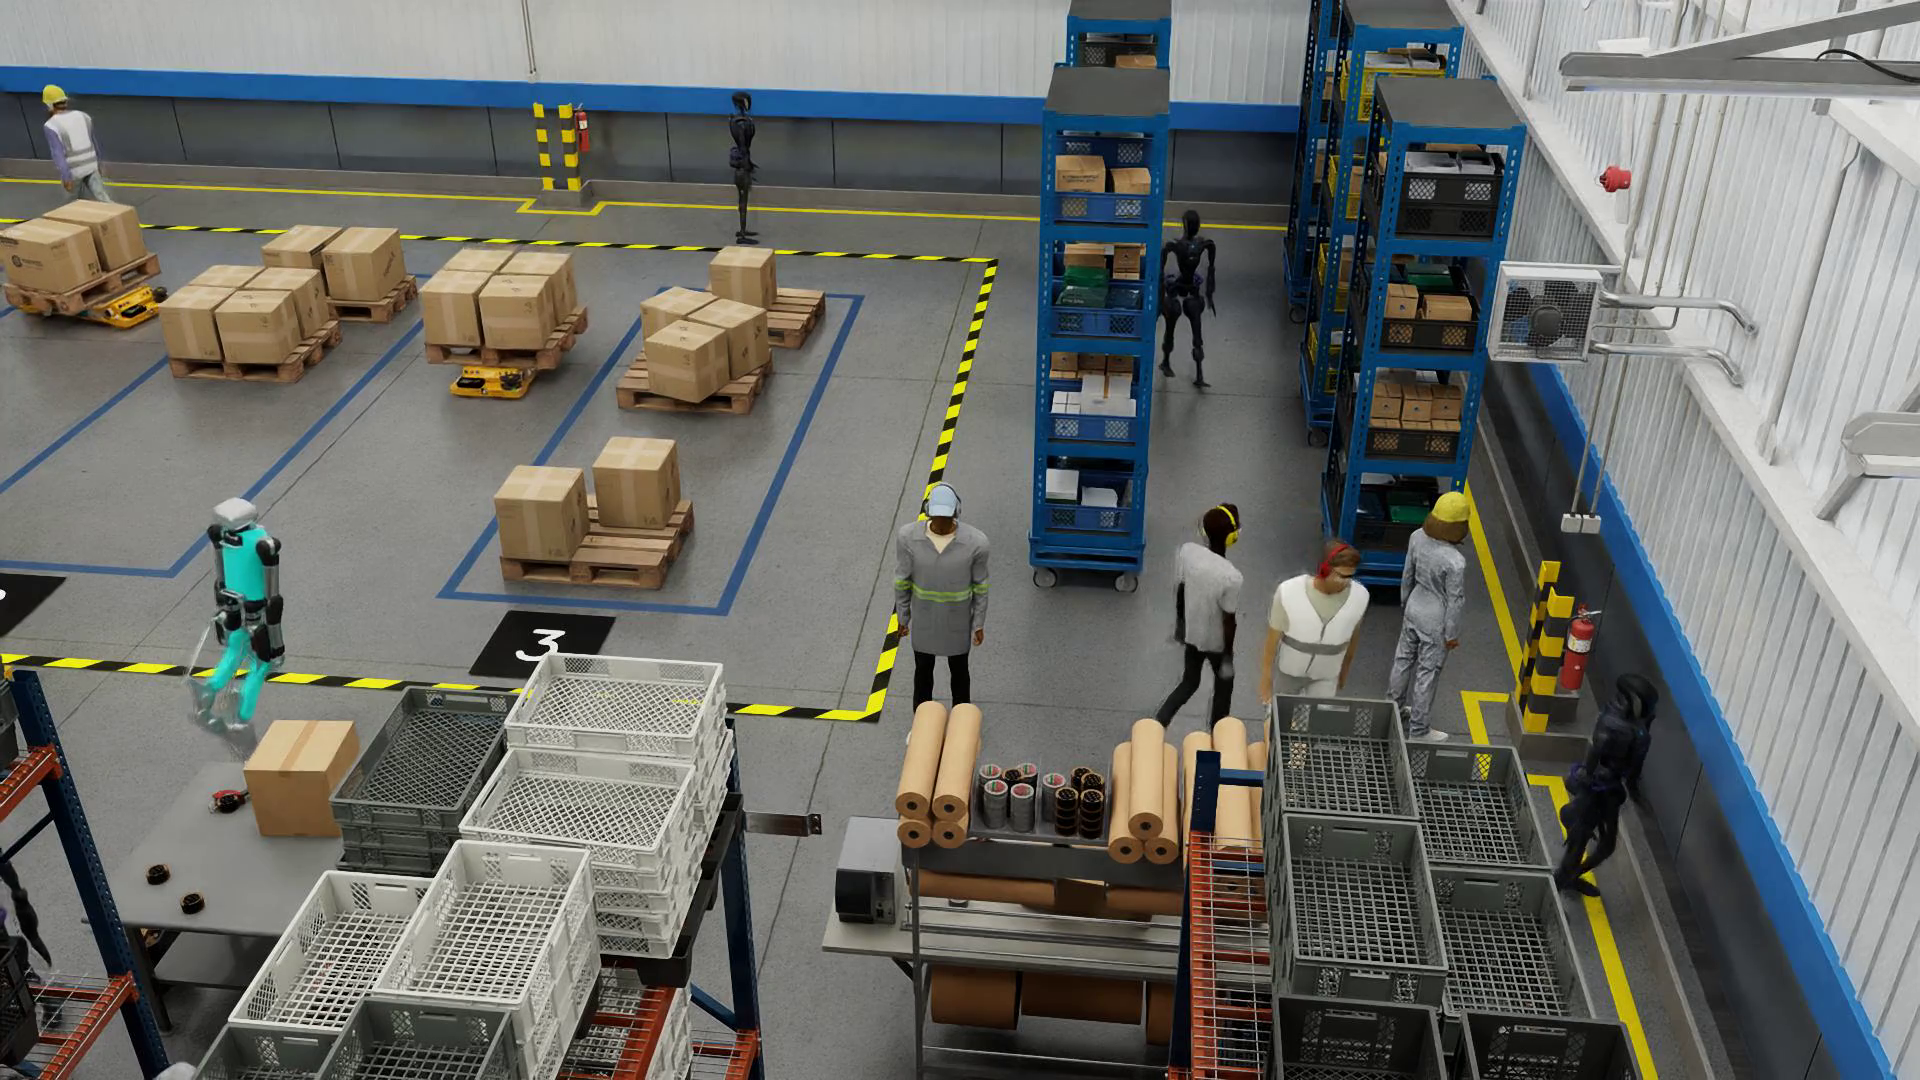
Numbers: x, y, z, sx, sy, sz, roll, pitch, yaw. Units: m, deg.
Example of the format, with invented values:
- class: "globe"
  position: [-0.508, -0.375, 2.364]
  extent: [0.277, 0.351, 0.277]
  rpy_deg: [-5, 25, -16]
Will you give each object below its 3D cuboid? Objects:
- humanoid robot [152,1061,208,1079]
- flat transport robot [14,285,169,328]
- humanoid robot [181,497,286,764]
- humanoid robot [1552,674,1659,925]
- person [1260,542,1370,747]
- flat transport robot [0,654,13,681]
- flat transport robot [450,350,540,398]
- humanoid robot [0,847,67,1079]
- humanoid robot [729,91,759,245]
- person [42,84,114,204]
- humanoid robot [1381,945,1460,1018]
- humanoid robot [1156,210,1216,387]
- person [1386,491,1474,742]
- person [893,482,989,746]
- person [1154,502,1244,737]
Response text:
- class: "humanoid robot"
  position: [-2.973, 2.872, 6.340]
  extent: [0.537, 1.841, 0.752]
  rpy_deg: [17, 34, 27]
- class: "flat transport robot"
  position: [-8.778, -2.444, 16.843]
  extent: [1.431, 0.197, 0.652]
  rpy_deg: [10, 32, 16]
- class: "humanoid robot"
  position: [-4.417, 0.695, 10.065]
  extent: [0.543, 1.815, 0.818]
  rpy_deg: [16, 34, 25]
- class: "humanoid robot"
  position: [3.429, 1.357, 8.944]
  extent: [0.603, 1.643, 0.408]
  rpy_deg: [-23, 37, -33]
- class: "person"
  position: [2.063, 0.752, 9.866]
  extent: [0.596, 1.790, 0.915]
  rpy_deg: [2, 30, 3]
- class: "flat transport robot"
  position: [-7.142, 0.969, 11.010]
  extent: [1.431, 0.231, 0.659]
  rpy_deg: [3, 30, 6]
- class: "flat transport robot"
  position: [-4.219, -1.731, 15.618]
  extent: [0.652, 0.197, 1.431]
  rpy_deg: [3, 30, 6]
- class: "humanoid robot"
  position: [-4.747, 1.918, 8.024]
  extent: [0.605, 1.626, 0.774]
  rpy_deg: [-6, 31, -9]
- class: "humanoid robot"
  position: [-2.378, -4.124, 18.341]
  extent: [0.315, 1.657, 0.599]
  rpy_deg: [-2, 30, -4]
- class: "person"
  position: [-9.543, -4.049, 18.126]
  extent: [0.898, 1.790, 0.611]
  rpy_deg: [14, 33, 22]
- class: "humanoid robot"
  position: [2.220, 2.150, 7.596]
  extent: [0.535, 1.632, 0.606]
  rpy_deg: [-15, 34, -24]
- class: "humanoid robot"
  position: [2.047, -2.175, 15.030]
  extent: [0.590, 1.631, 0.717]
  rpy_deg: [-7, 31, -11]
- class: "person"
  position: [2.954, 0.475, 10.391]
  extent: [0.314, 1.741, 0.492]
  rpy_deg: [-13, 33, -22]
- class: "person"
  position: [-0.118, 0.478, 10.279]
  extent: [0.588, 1.852, 0.370]
  rpy_deg: [3, 30, 5]
- class: "person"
  position: [1.459, 0.607, 10.068]
  extent: [0.786, 1.845, 0.512]
  rpy_deg: [-23, 37, -34]
